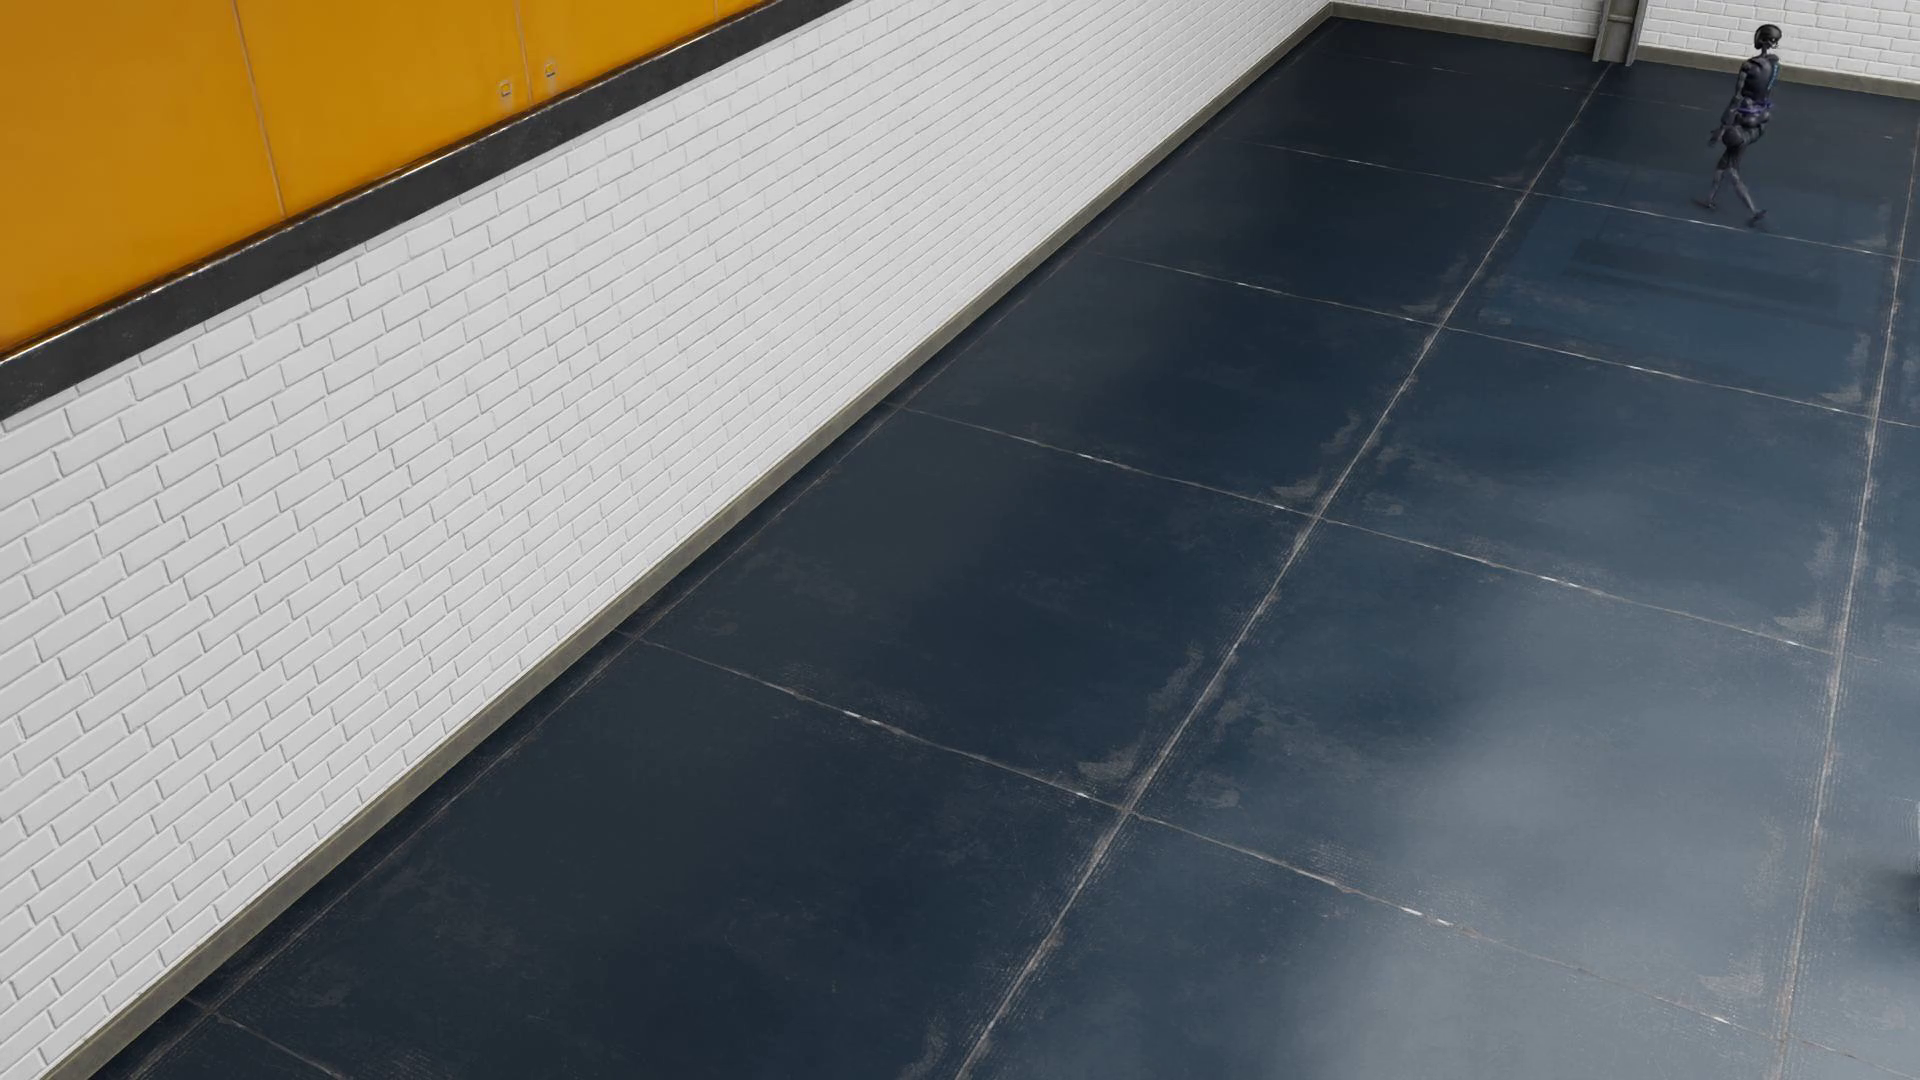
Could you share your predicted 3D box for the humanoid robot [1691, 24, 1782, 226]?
[{"bbox_3d":[6.630,-3.472,13.931,0.591,1.649,0.730,-23,40,-30],"label":"humanoid robot"}]
